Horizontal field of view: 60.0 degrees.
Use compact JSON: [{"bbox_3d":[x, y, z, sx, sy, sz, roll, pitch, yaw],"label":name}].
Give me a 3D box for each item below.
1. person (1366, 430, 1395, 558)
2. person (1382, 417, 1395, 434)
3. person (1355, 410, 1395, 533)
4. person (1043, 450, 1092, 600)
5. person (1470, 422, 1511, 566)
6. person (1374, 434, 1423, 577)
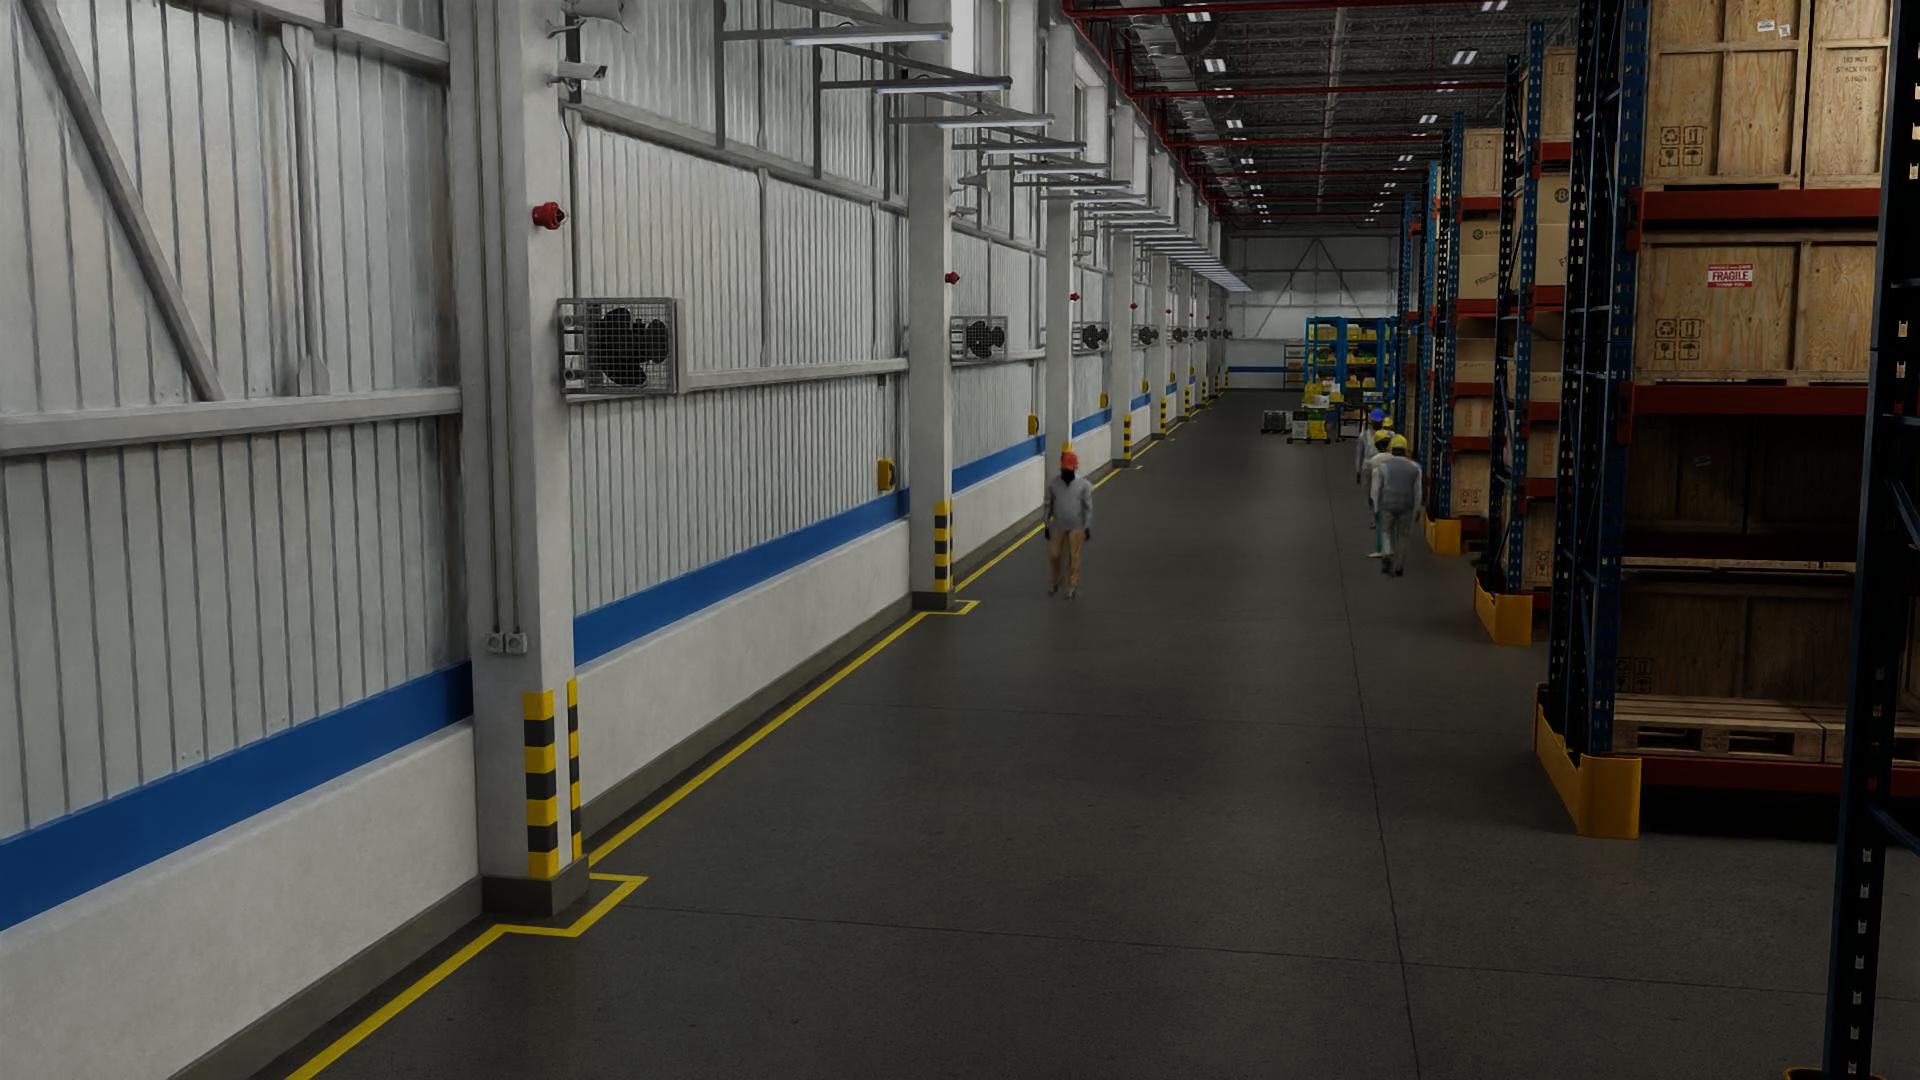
[{"bbox_3d":[5.791,-0.629,22.867,0.533,1.765,0.330,-6,9,-41],"label":"person"},{"bbox_3d":[7.055,-1.195,27.611,0.495,1.708,0.846,2,7,15],"label":"person"},{"bbox_3d":[6.460,-1.066,25.817,0.641,1.892,1.016,2,7,13],"label":"person"},{"bbox_3d":[1.248,-0.179,19.338,0.573,1.743,0.367,1,7,9],"label":"person"},{"bbox_3d":[6.983,-0.581,21.842,0.688,1.915,0.579,3,8,24],"label":"person"},{"bbox_3d":[5.551,-0.433,21.082,0.607,1.820,0.422,2,7,13],"label":"person"}]
